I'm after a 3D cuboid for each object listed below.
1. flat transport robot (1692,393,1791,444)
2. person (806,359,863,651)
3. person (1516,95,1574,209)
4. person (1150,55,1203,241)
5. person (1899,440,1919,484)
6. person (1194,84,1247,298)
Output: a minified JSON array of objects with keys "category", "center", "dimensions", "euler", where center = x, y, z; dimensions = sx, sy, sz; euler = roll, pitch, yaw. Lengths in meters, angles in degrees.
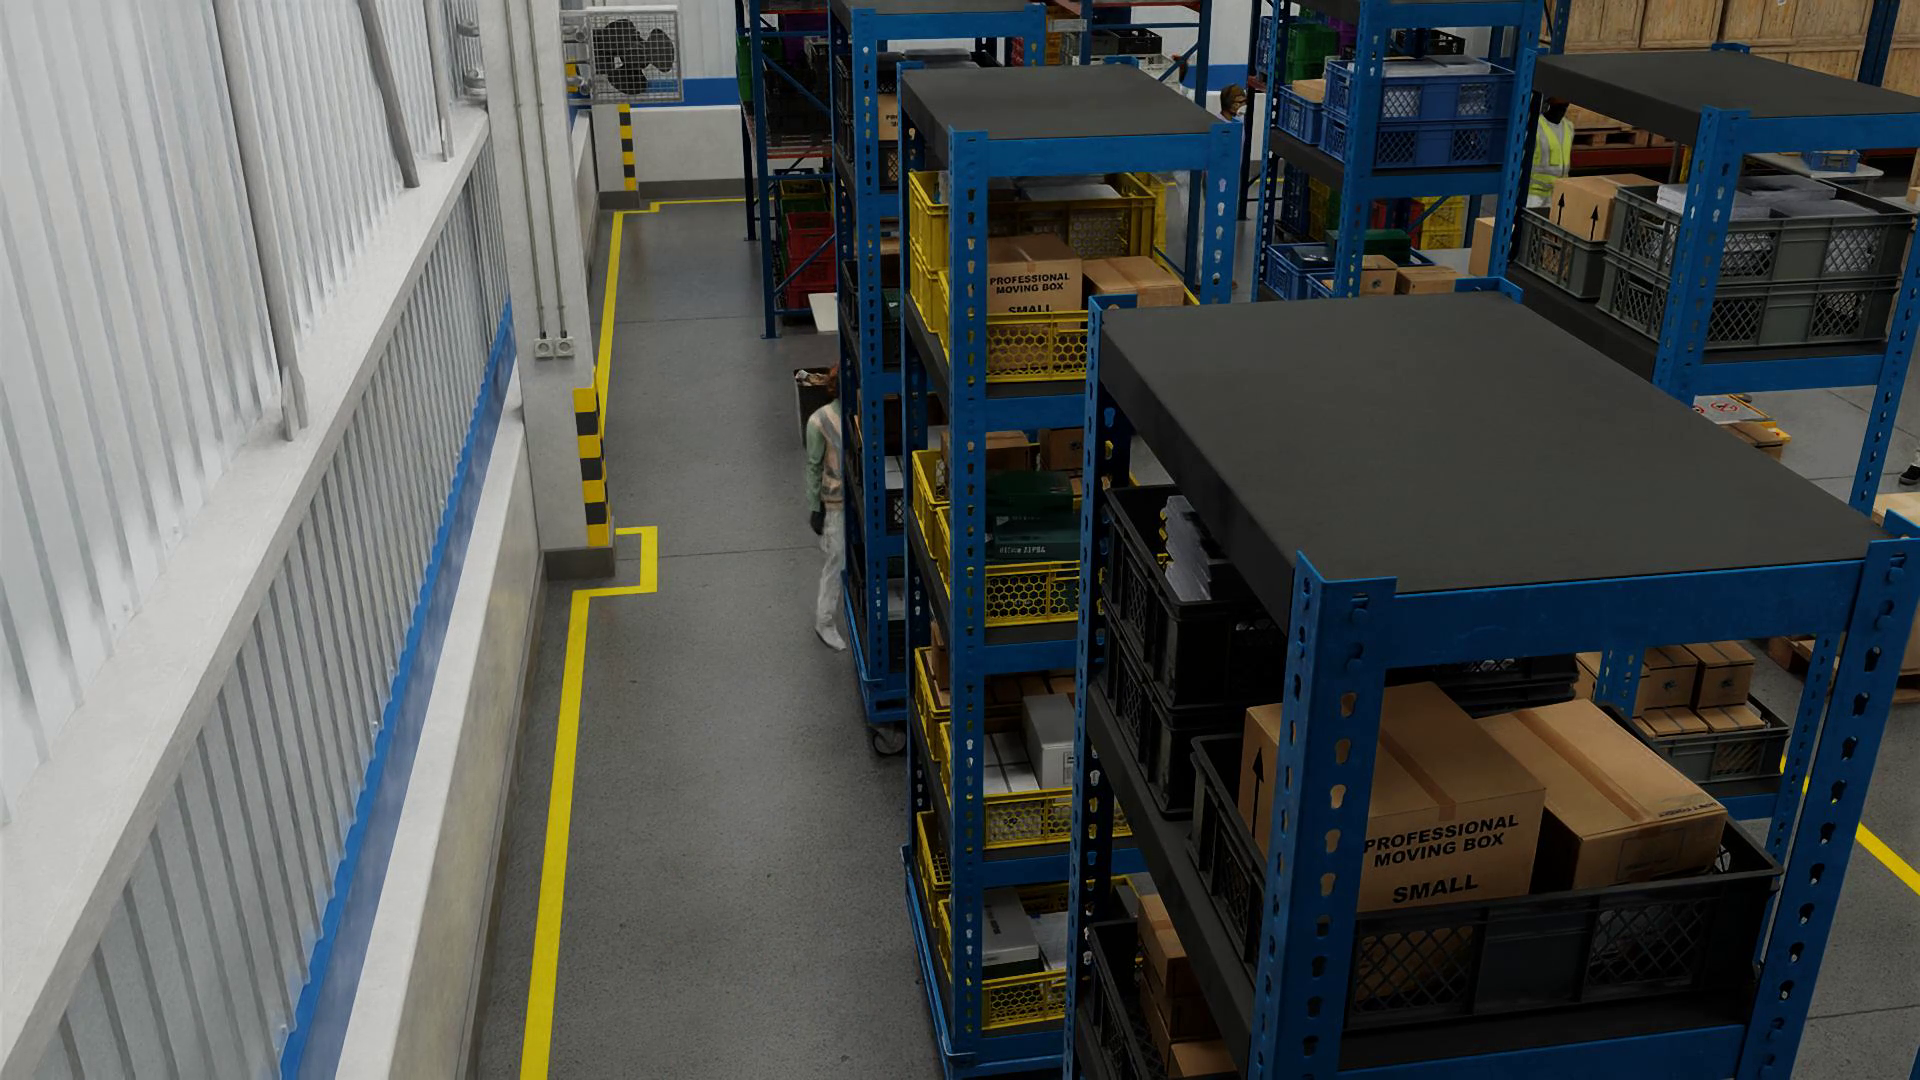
[{"category":"flat transport robot","center":[5.224,-0.859,12.132],"dimensions":[1.431,0.197,0.652],"euler":[-4,25,-8]},{"category":"person","center":[-0.611,-0.214,9.112],"dimensions":[0.333,1.636,0.519],"euler":[22,33,40]},{"category":"person","center":[5.425,-3.263,15.500],"dimensions":[0.619,1.838,0.430],"euler":[-14,28,-28]},{"category":"person","center":[2.256,-4.058,17.238],"dimensions":[0.789,1.856,0.414],"euler":[19,31,35]},{"category":"person","center":[6.694,-1.192,11.000],"dimensions":[0.404,1.830,0.601],"euler":[-22,33,-39]},{"category":"person","center":[2.404,-3.206,15.265],"dimensions":[0.364,1.932,0.627],"euler":[14,28,28]}]
